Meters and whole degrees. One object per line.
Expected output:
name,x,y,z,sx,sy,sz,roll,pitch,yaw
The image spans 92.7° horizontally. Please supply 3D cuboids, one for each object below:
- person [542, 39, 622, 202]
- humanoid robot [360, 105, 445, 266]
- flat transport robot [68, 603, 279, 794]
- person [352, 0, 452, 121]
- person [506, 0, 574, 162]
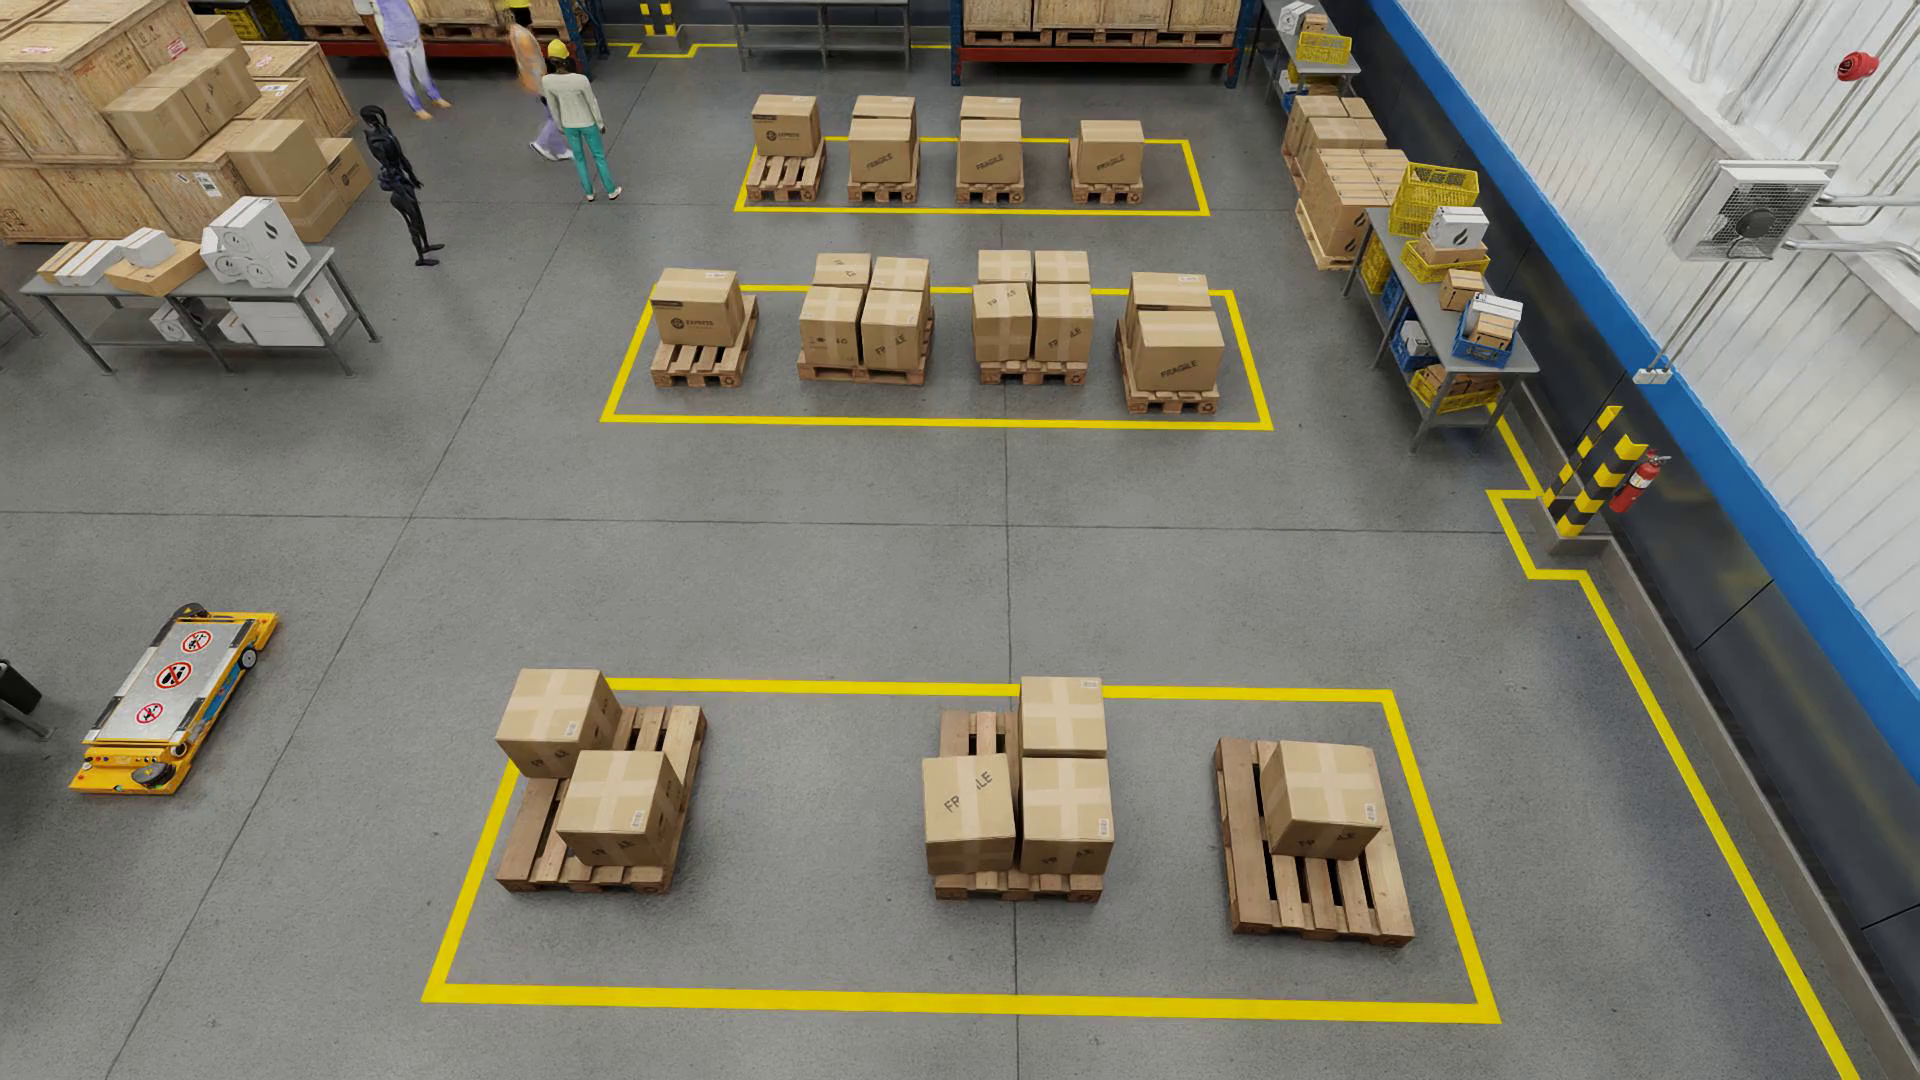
person,-4.302,-4.713,10.373,0.533,1.767,0.312,-4,50,-3
humanoid robot,-5.837,-3.702,9.580,0.365,1.648,0.601,-9,50,-8
flat transport robot,-5.504,1.072,6.442,0.652,0.197,1.431,1,50,1
person,-7.122,-6.445,11.661,0.535,2.000,0.681,16,52,13
person,-5.025,-5.450,10.906,0.482,1.902,0.627,-19,52,-16
